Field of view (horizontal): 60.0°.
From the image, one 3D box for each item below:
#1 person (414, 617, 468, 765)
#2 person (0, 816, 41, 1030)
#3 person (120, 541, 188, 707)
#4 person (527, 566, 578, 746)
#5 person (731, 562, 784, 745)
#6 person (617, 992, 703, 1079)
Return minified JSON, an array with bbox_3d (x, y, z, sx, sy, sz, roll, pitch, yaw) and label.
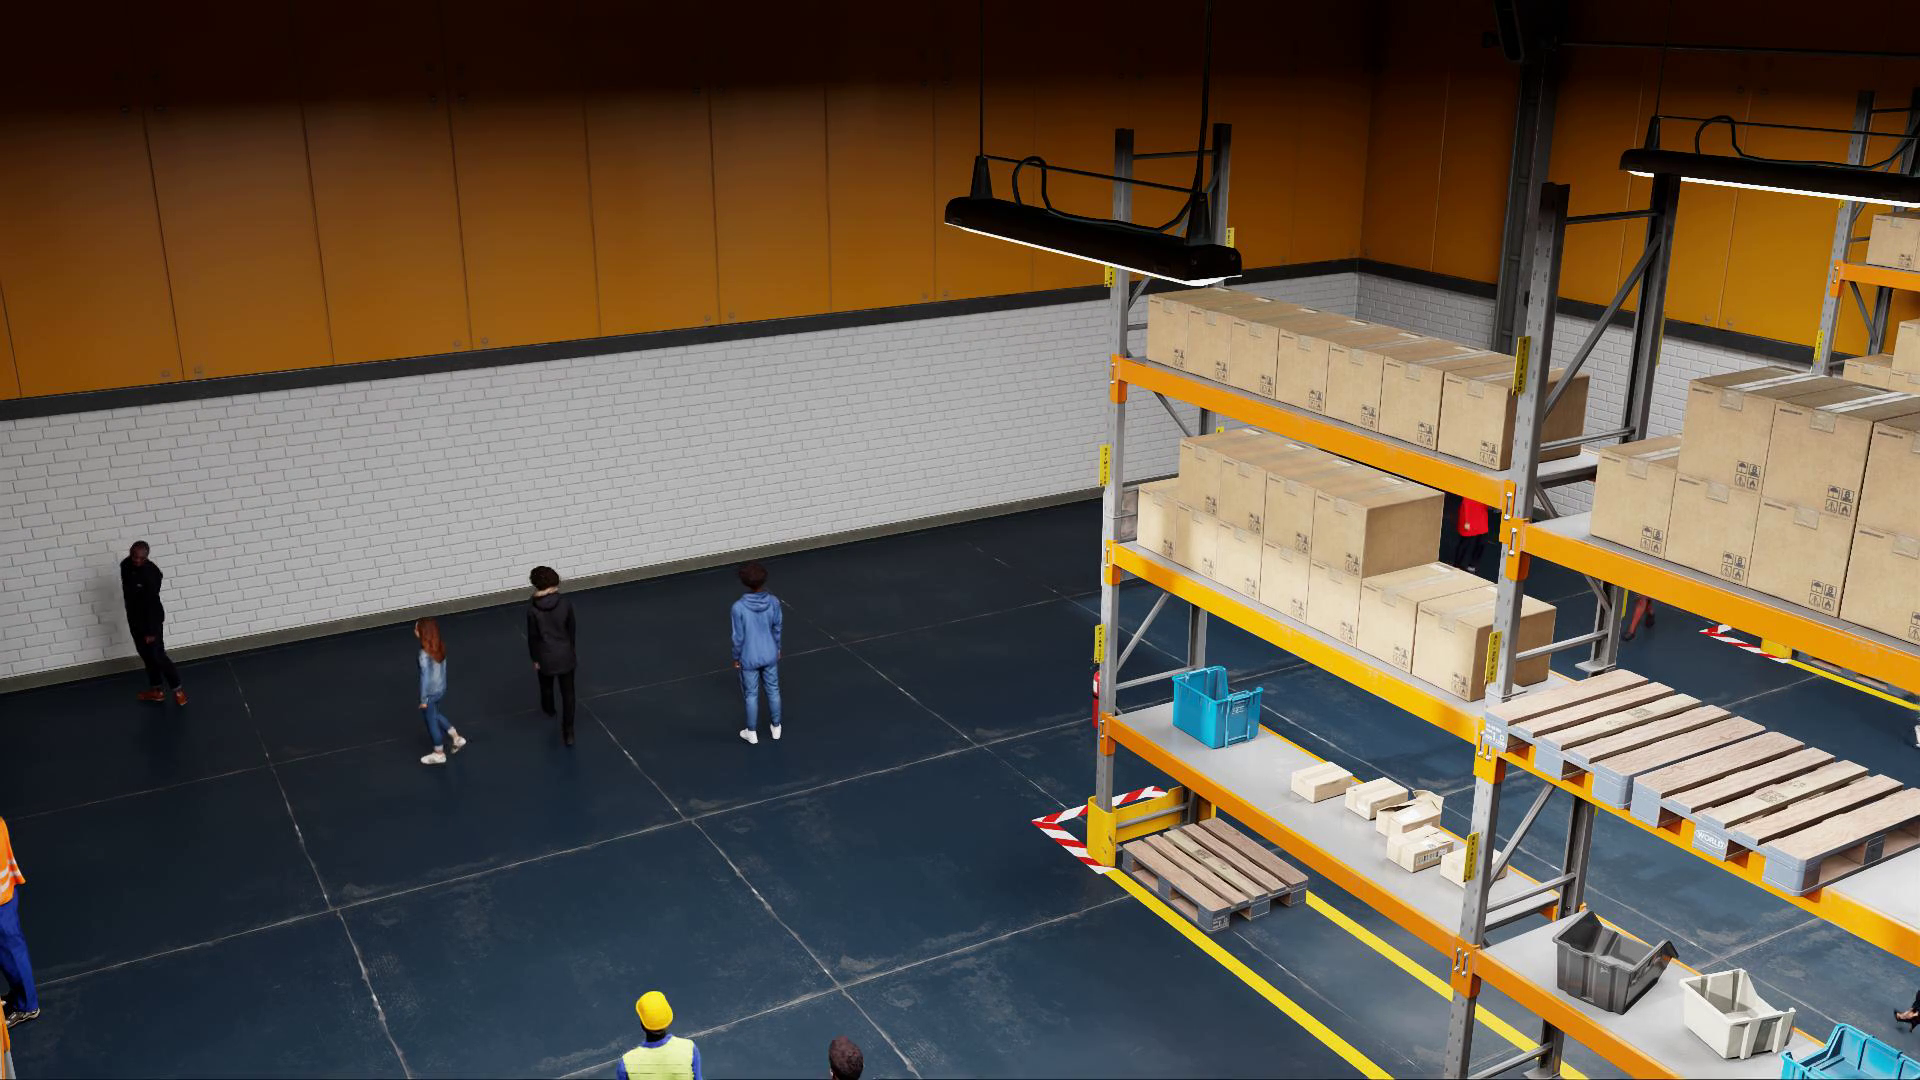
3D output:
[{"bbox_3d":[-4.863,1.409,15.558,0.790,1.466,0.731,1,19,3],"label":"person"},{"bbox_3d":[-6.745,2.510,11.639,0.718,1.880,0.538,-11,21,-28],"label":"person"},{"bbox_3d":[-8.246,0.812,16.830,0.946,1.785,0.717,-14,23,-35],"label":"person"},{"bbox_3d":[-3.855,1.145,15.931,0.740,1.727,1.133,-7,20,-19],"label":"person"},{"bbox_3d":[-1.945,1.080,16.005,0.691,1.803,0.588,-8,20,-23],"label":"person"},{"bbox_3d":[-1.618,3.348,9.277,0.782,1.800,1.004,-6,20,-18],"label":"person"}]
